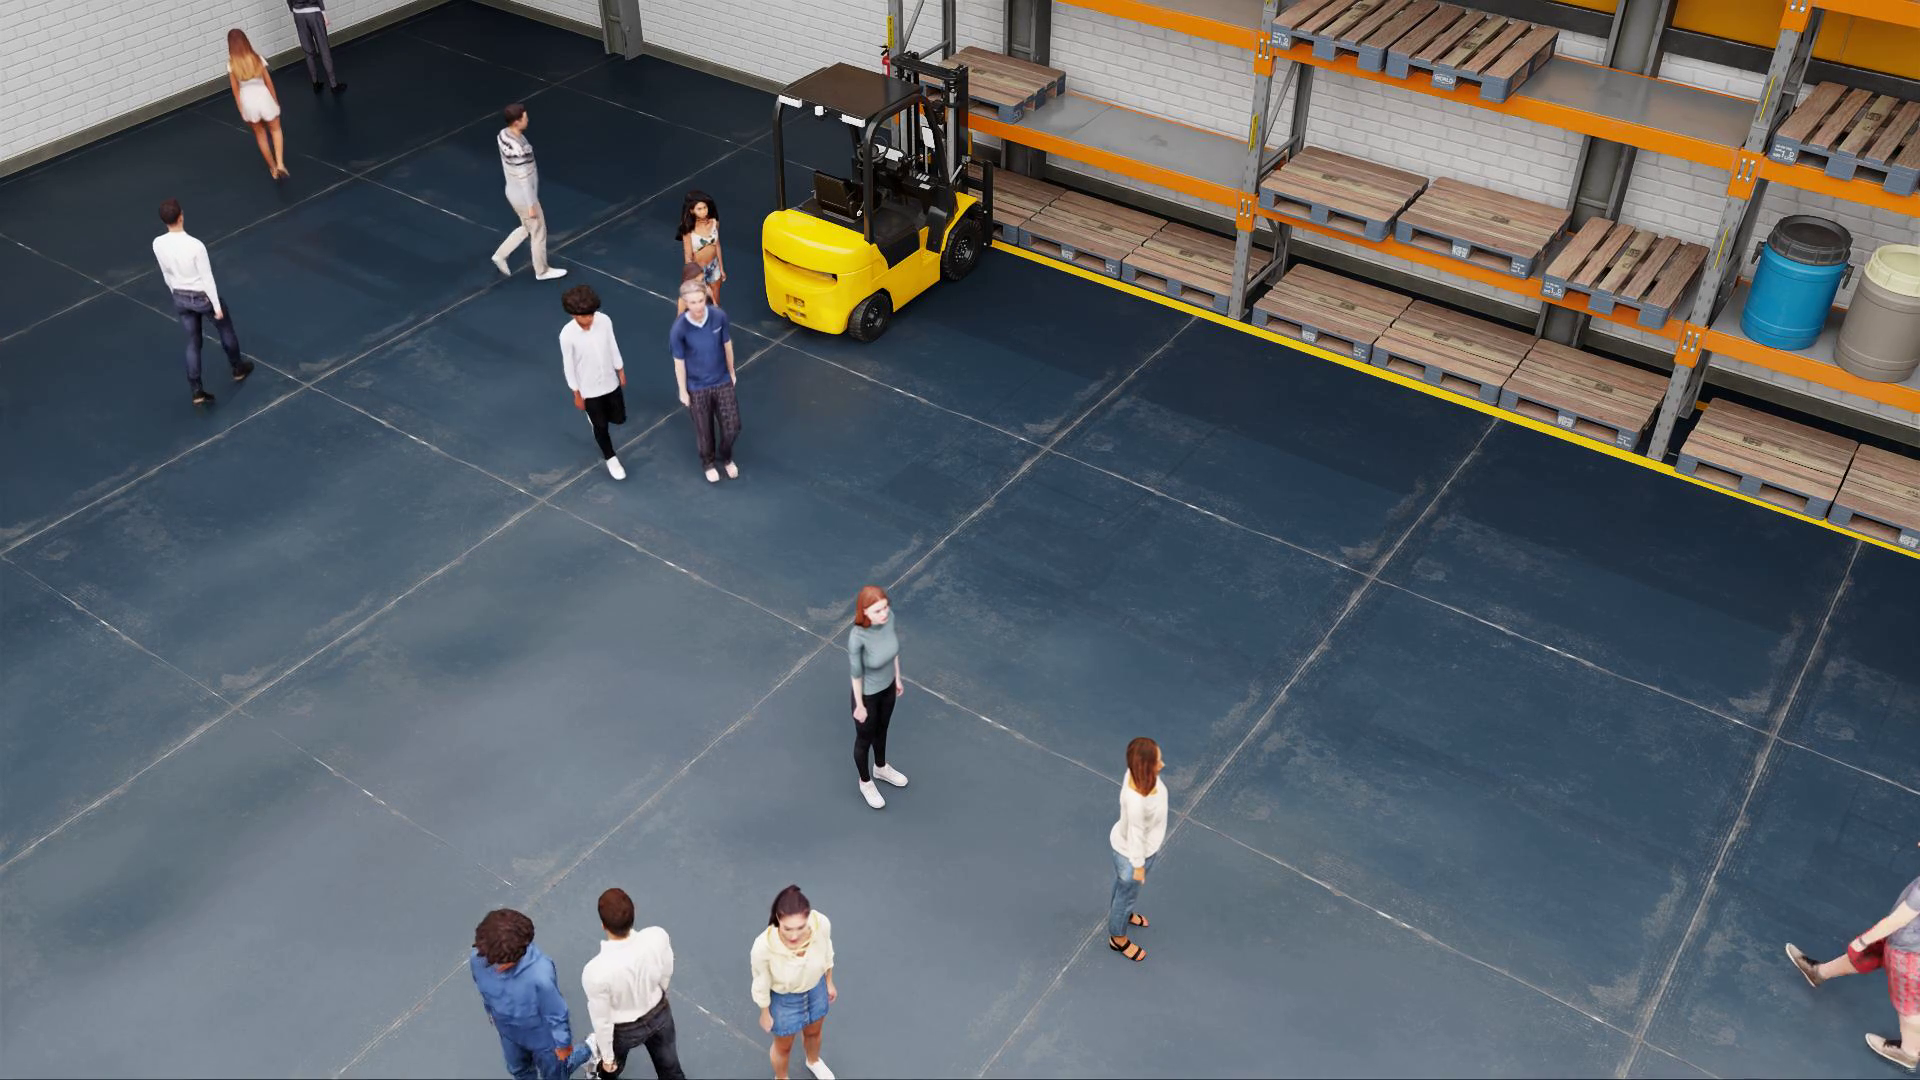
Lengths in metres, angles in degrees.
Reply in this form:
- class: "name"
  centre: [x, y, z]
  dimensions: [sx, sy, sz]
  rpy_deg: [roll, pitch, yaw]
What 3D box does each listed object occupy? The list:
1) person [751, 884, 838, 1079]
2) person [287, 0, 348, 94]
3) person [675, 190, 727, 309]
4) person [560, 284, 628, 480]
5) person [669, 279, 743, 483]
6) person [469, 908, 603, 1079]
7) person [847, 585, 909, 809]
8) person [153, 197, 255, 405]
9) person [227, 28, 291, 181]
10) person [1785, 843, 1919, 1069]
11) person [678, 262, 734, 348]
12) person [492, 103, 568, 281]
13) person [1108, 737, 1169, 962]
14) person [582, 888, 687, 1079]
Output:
- class: "person"
  centre: [-0.874, 2.432, 8.912]
  dimensions: [0.711, 1.630, 0.678]
  rpy_deg: [-21, 43, -24]
- class: "person"
  centre: [-7.633, -6.118, 19.501]
  dimensions: [0.585, 1.776, 0.714]
  rpy_deg: [5, 39, 7]
- class: "person"
  centre: [-2.306, -2.400, 14.966]
  dimensions: [0.597, 1.626, 0.593]
  rpy_deg: [32, 48, 33]
- class: "person"
  centre: [-2.993, -1.332, 13.495]
  dimensions: [0.823, 1.793, 0.955]
  rpy_deg: [-29, 47, -31]
- class: "person"
  centre: [-2.070, -1.309, 13.417]
  dimensions: [0.814, 1.855, 0.848]
  rpy_deg: [-16, 41, -19]
- class: "person"
  centre: [-2.202, 2.473, 8.735]
  dimensions: [0.870, 1.788, 0.865]
  rpy_deg: [17, 42, 20]
- class: "person"
  centre: [-0.546, 0.972, 10.650]
  dimensions: [0.555, 1.743, 0.590]
  rpy_deg: [27, 46, 30]
- class: "person"
  centre: [-6.626, -2.018, 14.305]
  dimensions: [1.144, 1.854, 1.076]
  rpy_deg: [2, 39, 2]
- class: "person"
  centre: [-7.431, -4.571, 17.634]
  dimensions: [0.792, 1.690, 0.896]
  rpy_deg: [-15, 41, -18]
- class: "person"
  centre: [5.274, 2.276, 9.129]
  dimensions: [0.771, 1.604, 1.165]
  rpy_deg: [-29, 47, -31]
- class: "person"
  centre: [-2.243, -1.687, 14.157]
  dimensions: [1.011, 1.523, 0.617]
  rpy_deg: [29, 47, 31]
- class: "person"
  centre: [-4.250, -3.267, 15.887]
  dimensions: [0.968, 1.832, 0.980]
  rpy_deg: [-19, 42, -22]
- class: "person"
  centre: [1.014, 1.770, 9.699]
  dimensions: [0.678, 1.683, 0.692]
  rpy_deg: [7, 39, 9]
- class: "person"
  centre: [-1.602, 2.563, 8.587]
  dimensions: [0.914, 1.831, 1.238]
  rpy_deg: [-27, 46, -29]
